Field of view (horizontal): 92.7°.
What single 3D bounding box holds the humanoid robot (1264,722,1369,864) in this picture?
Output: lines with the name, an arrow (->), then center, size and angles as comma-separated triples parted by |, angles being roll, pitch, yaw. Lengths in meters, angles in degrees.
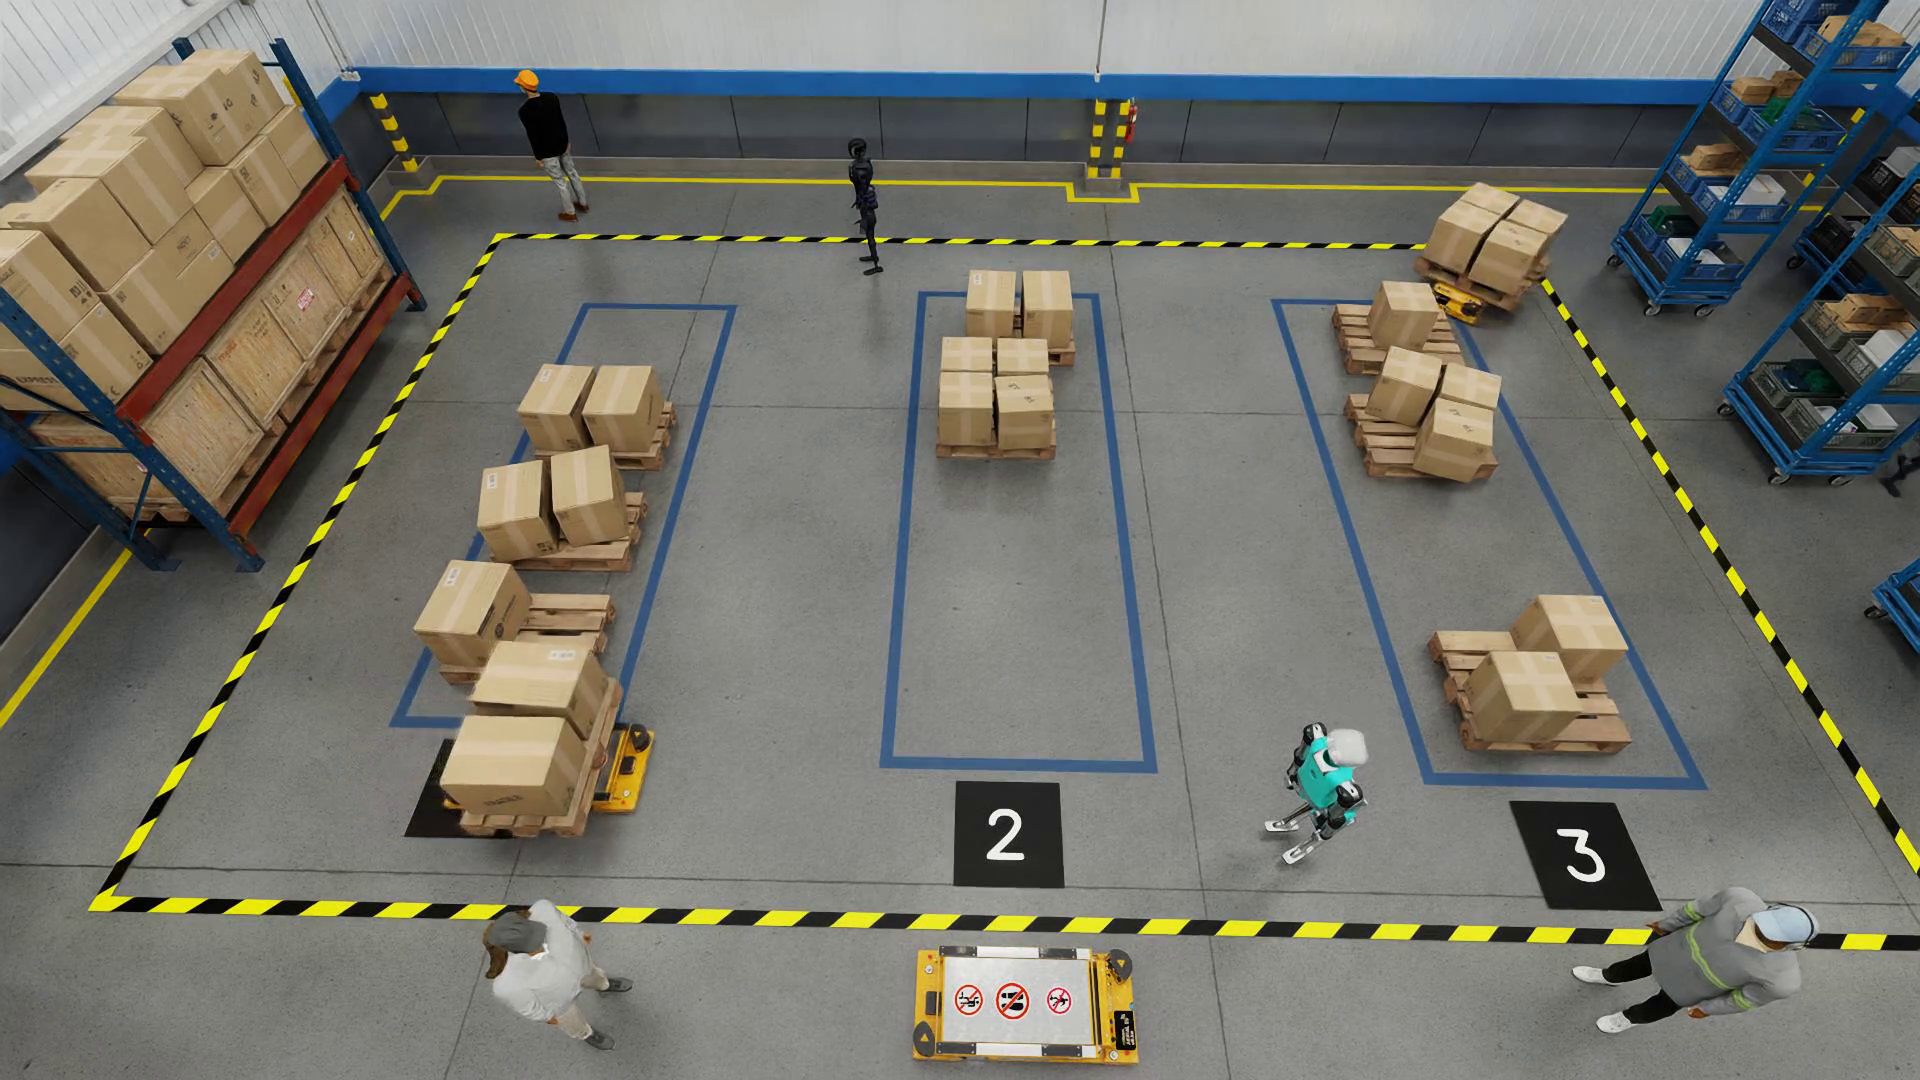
humanoid robot -> 2.504, 1.676, 6.088 | 0.735, 1.673, 0.533 | -12, 52, -10

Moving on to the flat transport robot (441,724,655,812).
flat transport robot -> -3.155, 1.734, 7.055 | 1.431, 0.197, 0.652 | 1, 51, 1

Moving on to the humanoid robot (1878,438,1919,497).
humanoid robot -> 9.235, -1.075, 8.451 | 0.598, 1.640, 0.420 | -1, 51, -1

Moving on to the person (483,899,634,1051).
person -> -2.388, 2.569, 5.423 | 0.399, 1.769, 0.560 | 6, 51, 5

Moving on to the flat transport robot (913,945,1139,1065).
flat transport robot -> 0.422, 3.041, 6.007 | 1.431, 0.231, 0.659 | 1, 51, 1

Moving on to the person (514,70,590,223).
person -> -5.089, -4.891, 11.432 | 0.361, 1.884, 0.587 | 22, 54, 17

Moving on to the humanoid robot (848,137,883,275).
humanoid robot -> -1.121, -3.910, 10.753 | 0.315, 1.659, 0.599 | -8, 51, -7

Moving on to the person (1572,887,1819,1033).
person -> 4.330, 2.509, 5.419 | 0.365, 1.852, 0.589 | -2, 51, -2

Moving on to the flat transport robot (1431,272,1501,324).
flat transport robot -> 6.182, -3.127, 11.017 | 0.652, 0.197, 1.431 | 36, 59, 26
